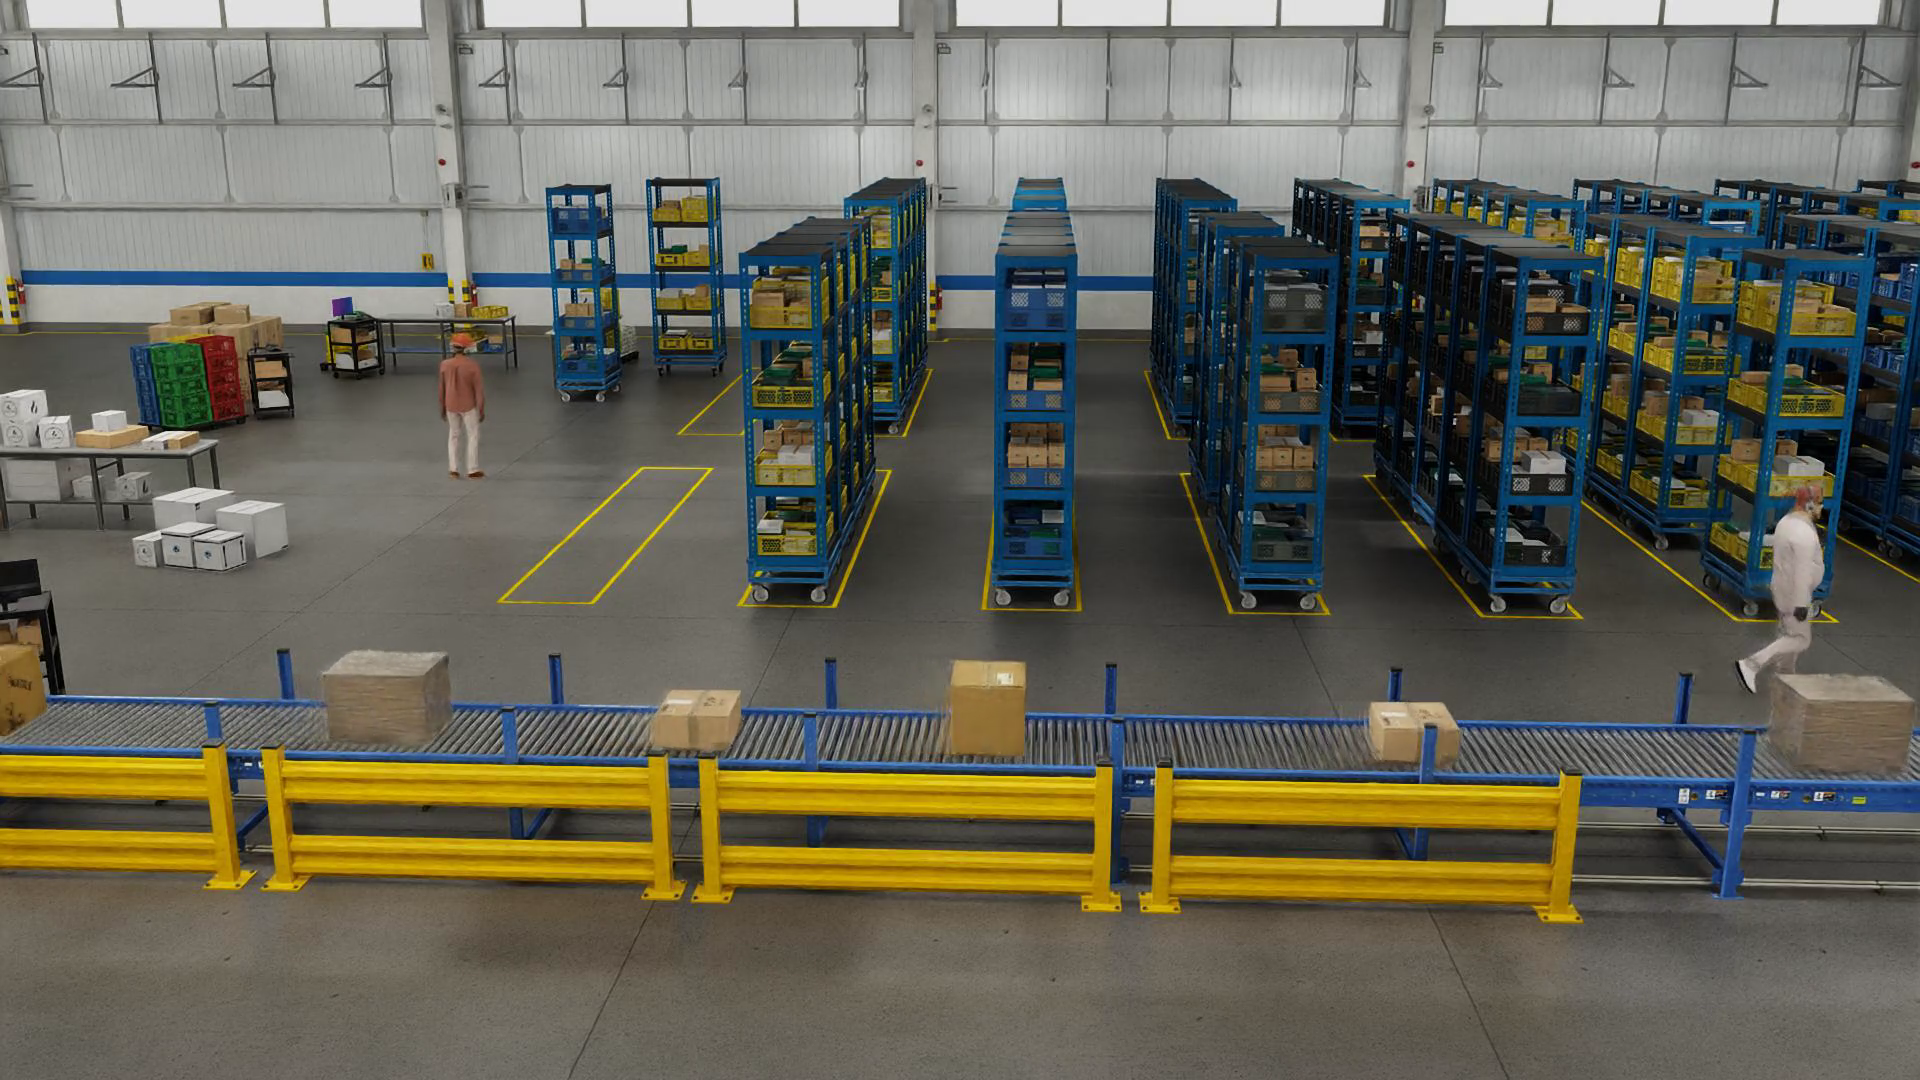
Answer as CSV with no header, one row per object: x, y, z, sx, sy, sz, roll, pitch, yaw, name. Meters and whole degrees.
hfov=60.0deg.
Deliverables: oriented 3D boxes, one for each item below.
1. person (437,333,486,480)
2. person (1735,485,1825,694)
-6.723,-1.797,22.466,0.632,1.986,0.435,3,15,11,person
7.106,0.451,14.281,0.591,1.890,0.659,4,16,14,person
